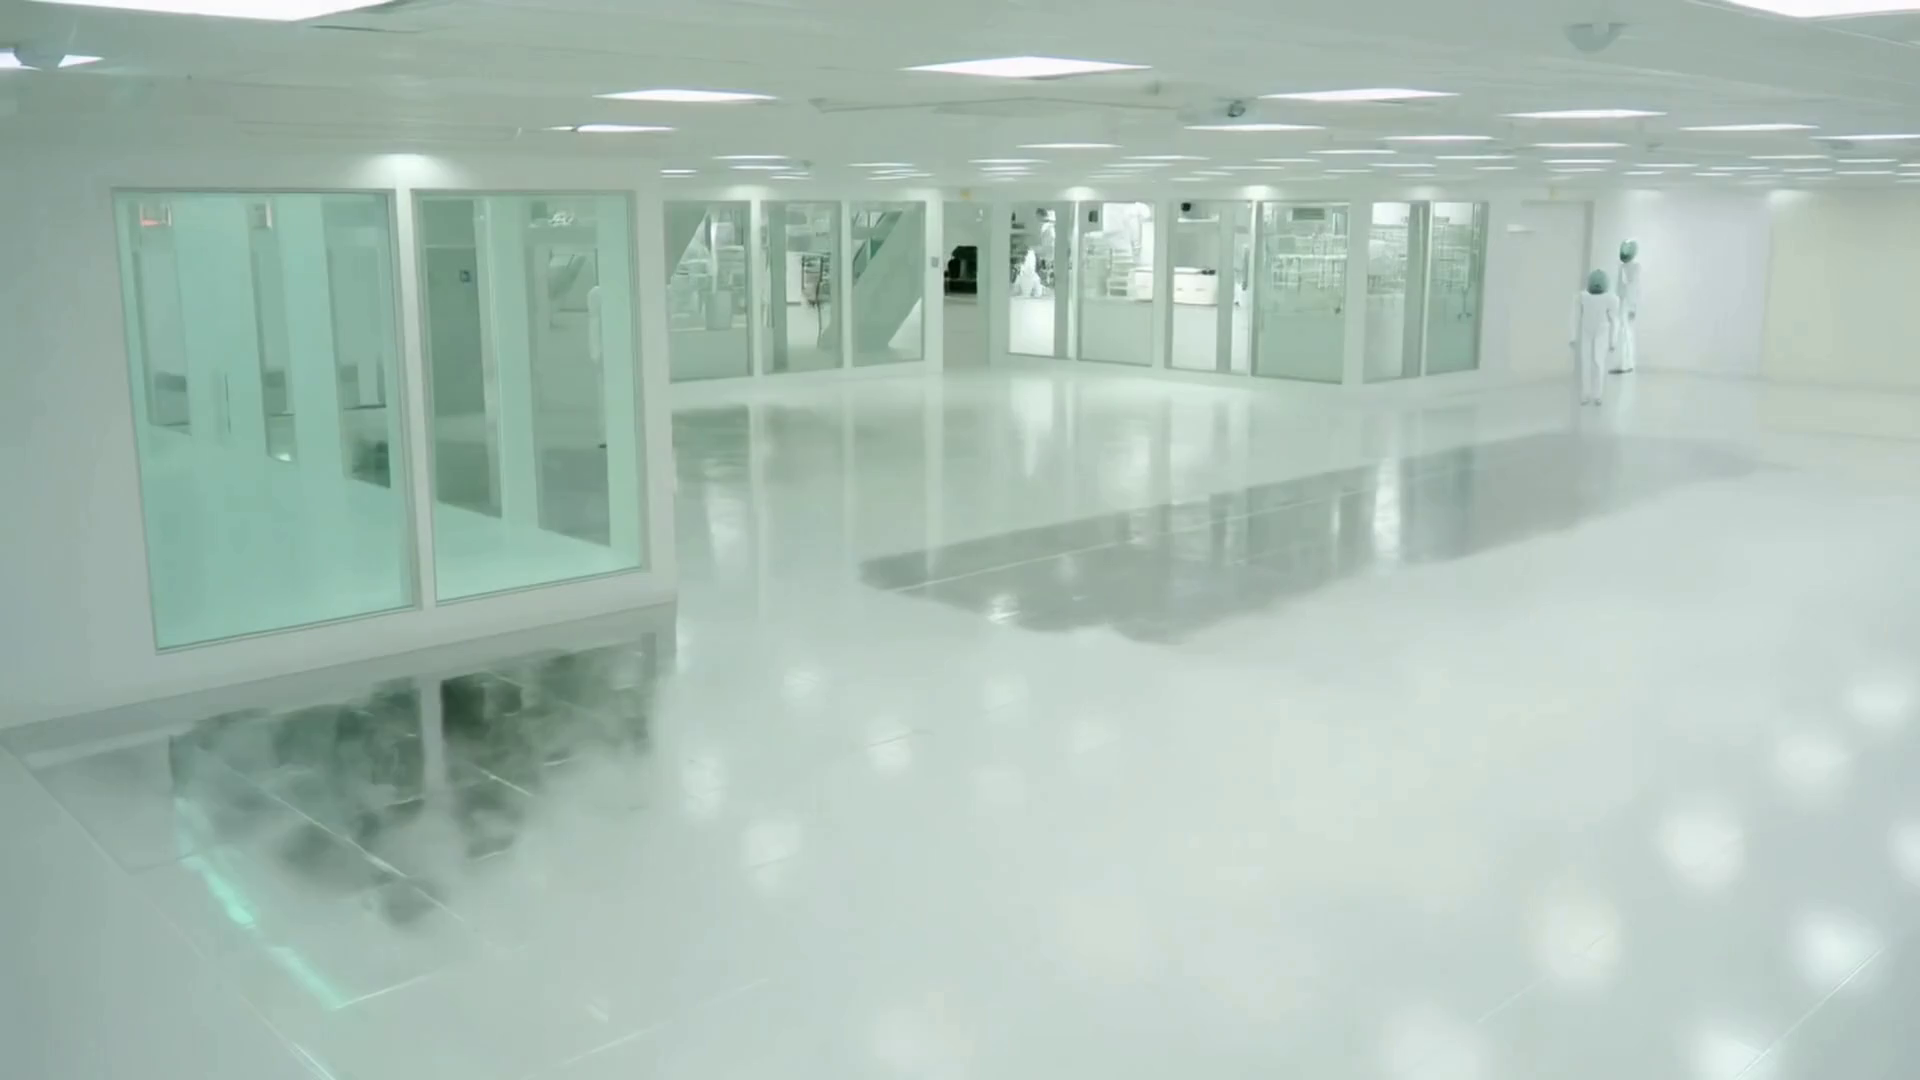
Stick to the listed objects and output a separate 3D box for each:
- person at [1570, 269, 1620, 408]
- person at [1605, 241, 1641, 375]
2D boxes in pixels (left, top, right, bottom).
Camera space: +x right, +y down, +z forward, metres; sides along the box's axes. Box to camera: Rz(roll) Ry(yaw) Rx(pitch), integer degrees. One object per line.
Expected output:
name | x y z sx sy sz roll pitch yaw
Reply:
person | 7.423 -2.352 19.486 0.508 1.616 0.568 7 13 32
person | 9.306 -3.239 23.289 0.521 1.873 0.334 -10 15 -41
